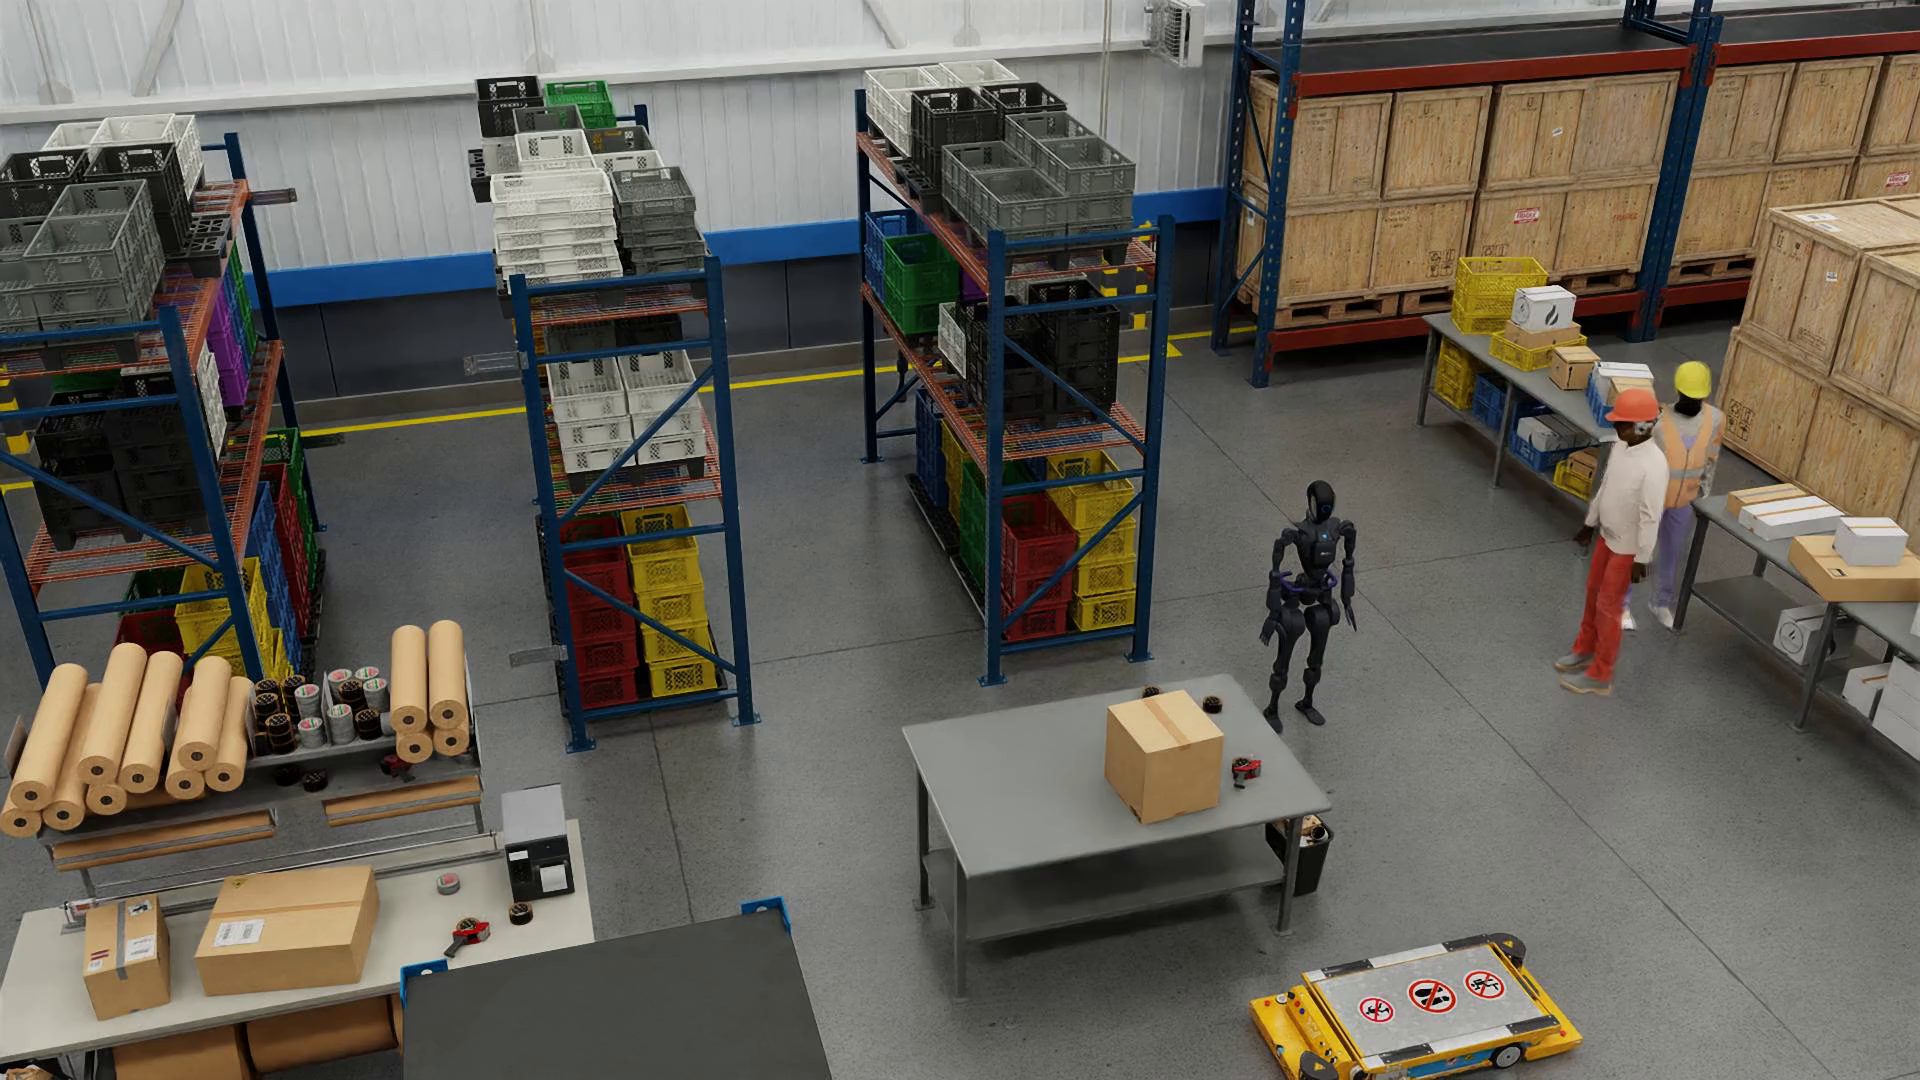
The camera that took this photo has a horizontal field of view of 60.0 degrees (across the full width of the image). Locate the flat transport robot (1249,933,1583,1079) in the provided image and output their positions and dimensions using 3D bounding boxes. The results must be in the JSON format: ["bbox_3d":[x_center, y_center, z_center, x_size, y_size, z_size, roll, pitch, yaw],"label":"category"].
[{"bbox_3d":[2.184,2.282,7.980,1.431,0.197,0.652,-8,30,-14],"label":"flat transport robot"}]

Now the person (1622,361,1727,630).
[{"bbox_3d":[4.677,-0.295,10.985,0.592,1.924,0.377,-2,29,-4],"label":"person"}]

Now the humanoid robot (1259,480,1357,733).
[{"bbox_3d":[2.091,0.398,9.961,0.610,1.657,0.310,-8,30,-14],"label":"humanoid robot"}]

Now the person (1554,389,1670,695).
[{"bbox_3d":[4.102,-0.002,10.393,0.454,1.978,0.618,0,29,0],"label":"person"}]

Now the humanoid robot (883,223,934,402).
[{"bbox_3d":[-0.370,-2.000,14.323,0.610,1.657,0.310,-8,30,-14],"label":"humanoid robot"}]
